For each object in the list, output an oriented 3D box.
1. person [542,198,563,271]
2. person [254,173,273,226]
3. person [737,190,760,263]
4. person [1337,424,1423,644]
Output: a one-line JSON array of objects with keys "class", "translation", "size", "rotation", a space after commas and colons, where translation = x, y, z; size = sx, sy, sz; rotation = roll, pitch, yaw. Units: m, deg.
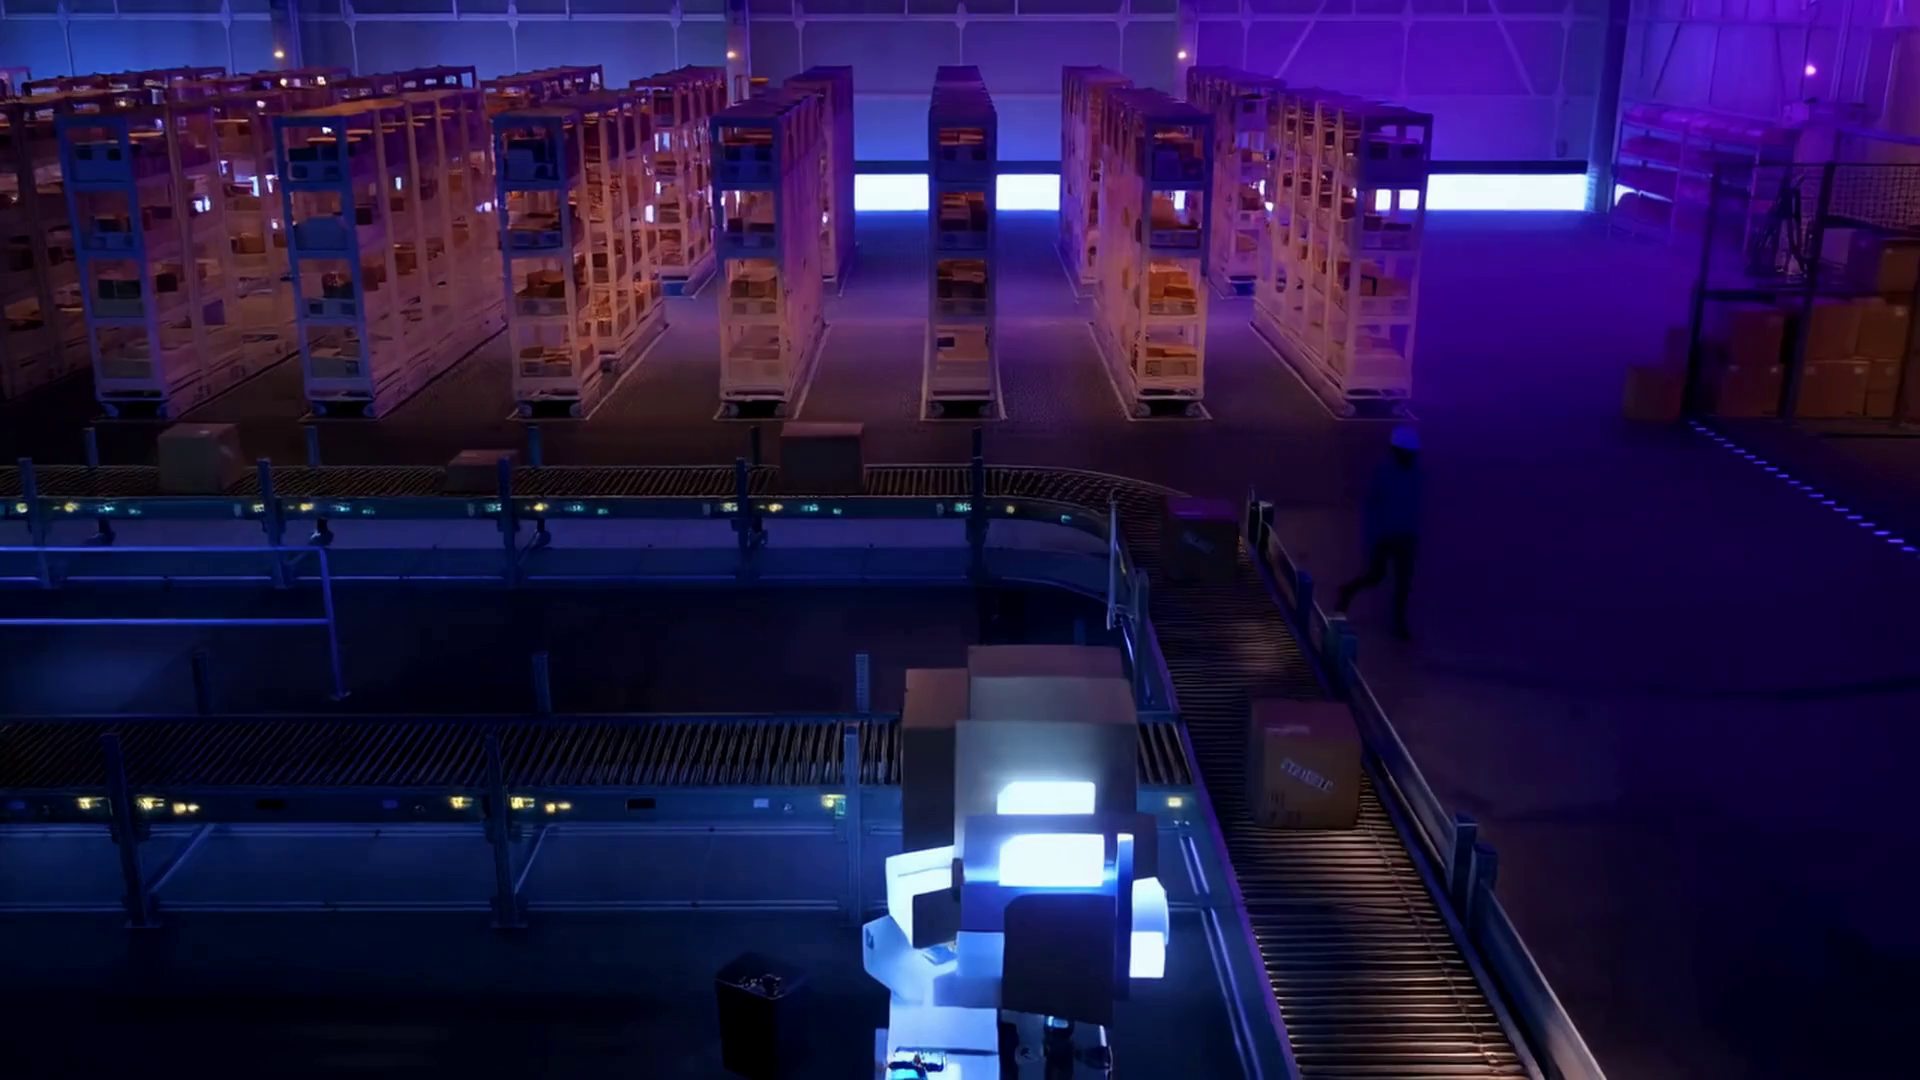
[{"class": "person", "translation": [-6.464, -4.587, 26.794], "size": [0.587, 1.837, 0.403], "rotation": [-6, 19, -18]}, {"class": "person", "translation": [-14.114, -6.815, 33.653], "size": [0.396, 1.839, 0.564], "rotation": [-3, 18, -8]}, {"class": "person", "translation": [-3.518, -5.222, 28.543], "size": [0.618, 1.977, 0.658], "rotation": [-3, 18, -9]}, {"class": "person", "translation": [3.355, -0.088, 13.090], "size": [0.531, 1.745, 0.684], "rotation": [-10, 20, -27]}]
